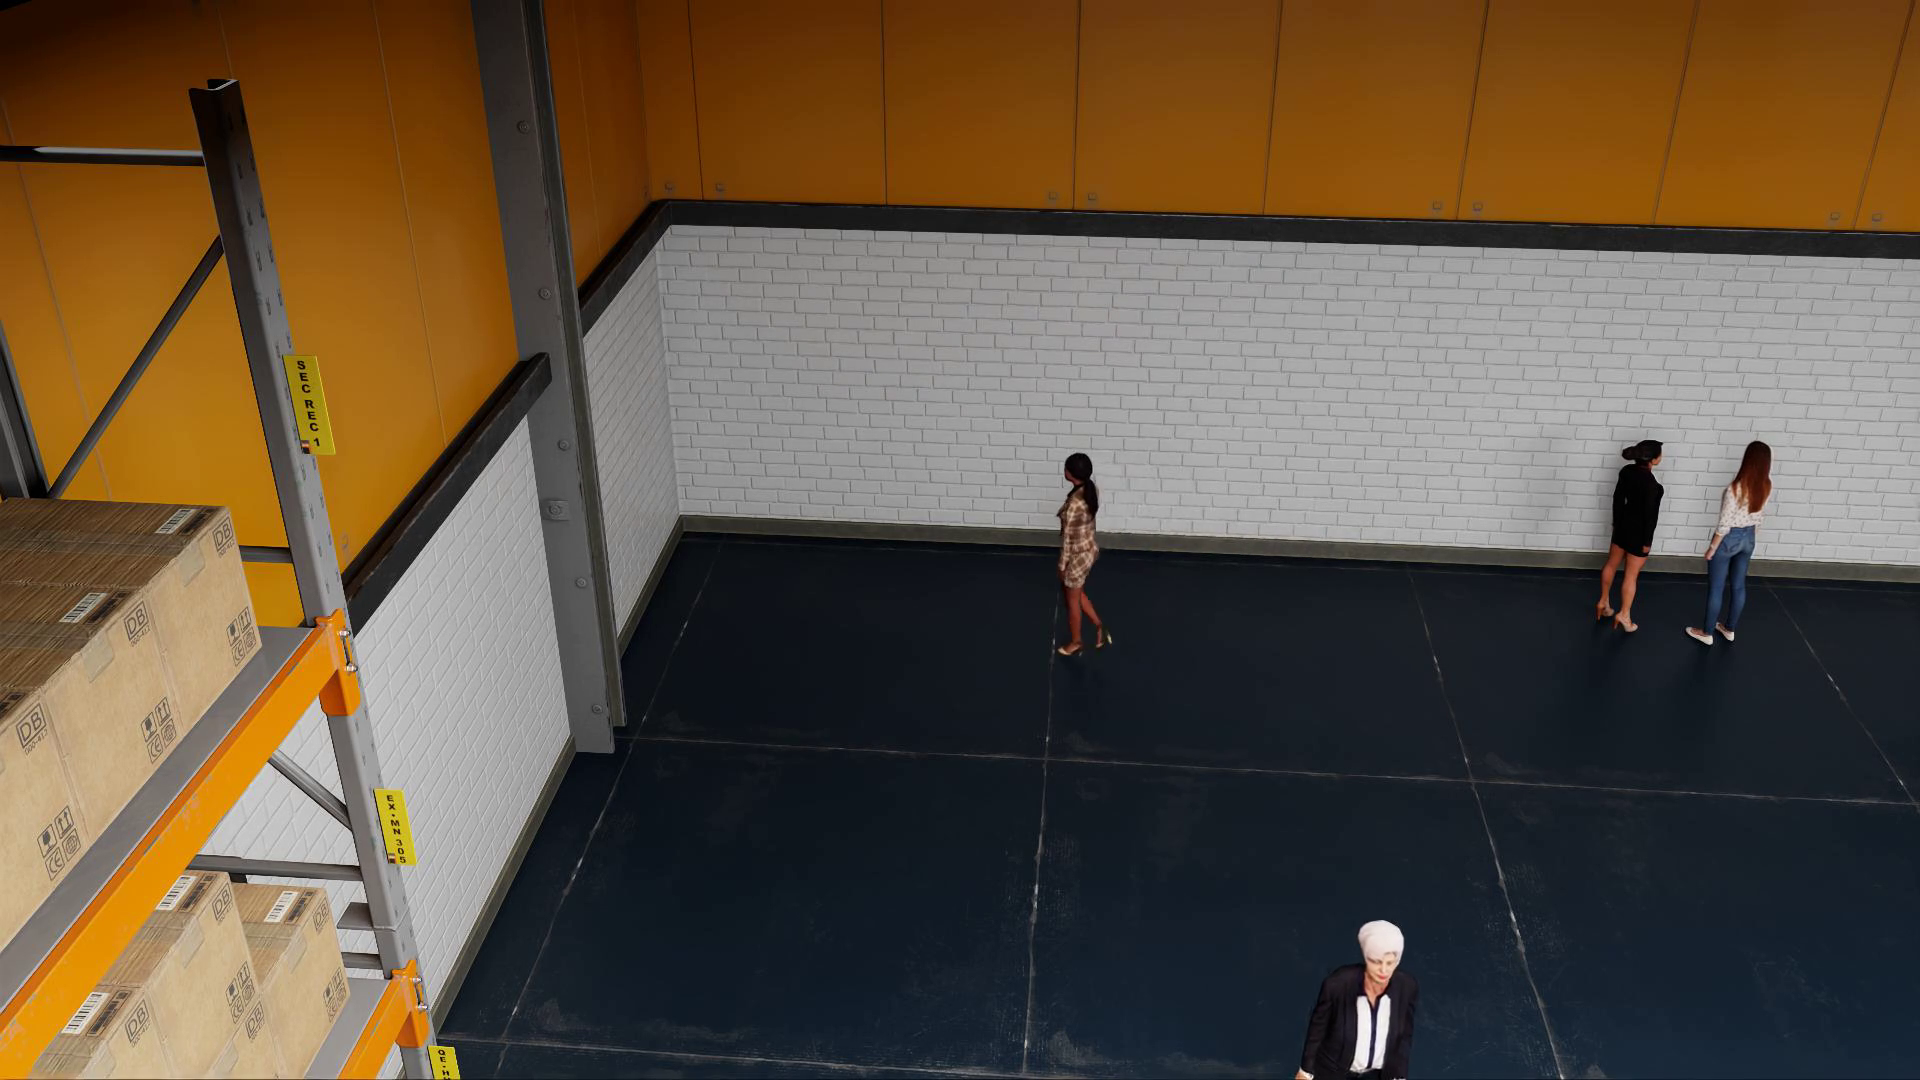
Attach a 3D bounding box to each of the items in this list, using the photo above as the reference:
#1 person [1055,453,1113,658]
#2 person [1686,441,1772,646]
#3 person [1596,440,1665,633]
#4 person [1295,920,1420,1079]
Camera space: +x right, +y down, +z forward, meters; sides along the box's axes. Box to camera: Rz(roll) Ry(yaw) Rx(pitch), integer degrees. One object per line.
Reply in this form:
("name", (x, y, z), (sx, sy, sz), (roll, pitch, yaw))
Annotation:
("person", (0.975, 0.169, 12.638), (0.782, 1.774, 0.745), (14, 31, 23))
("person", (6.038, 0.018, 12.963), (0.644, 1.728, 0.615), (-8, 30, -14))
("person", (5.326, -0.044, 13.170), (0.741, 1.639, 0.676), (-10, 30, -17))
("person", (1.769, 2.431, 7.739), (0.769, 1.775, 0.672), (-1, 29, -1))
